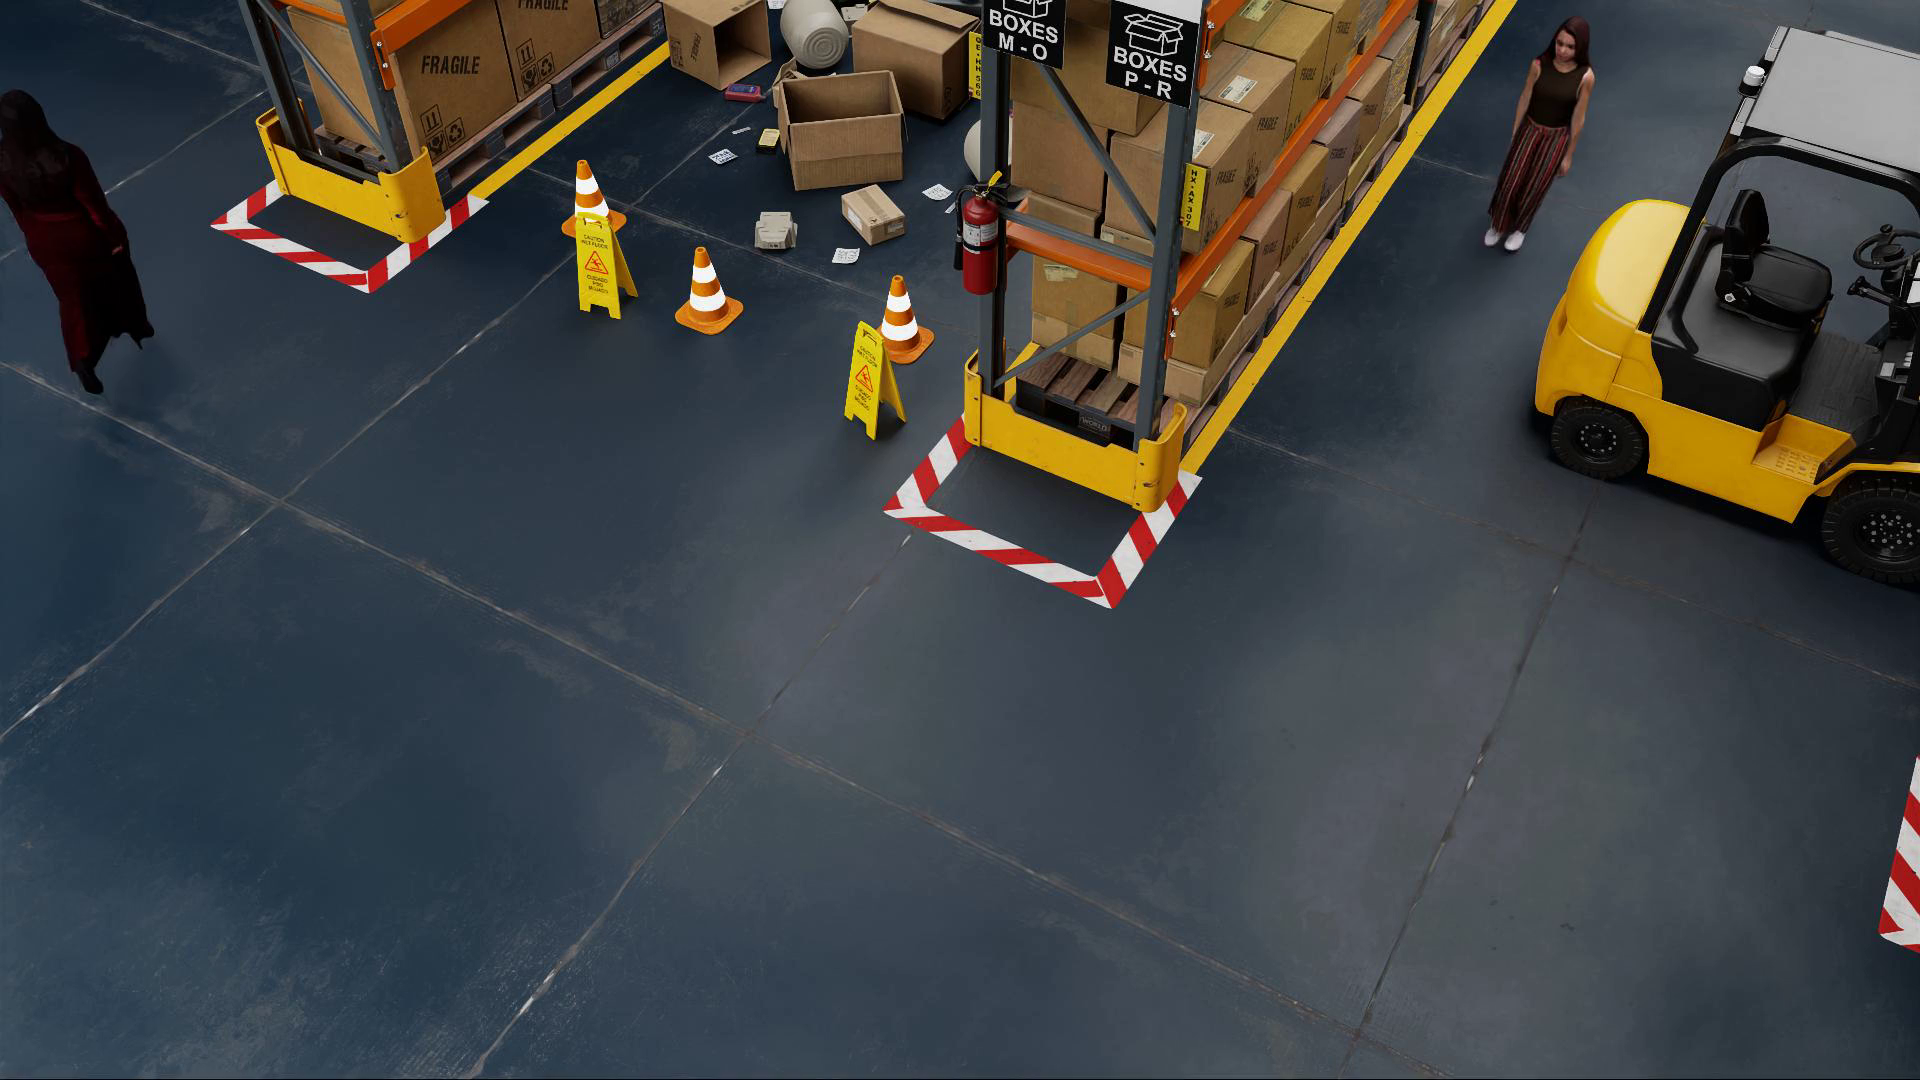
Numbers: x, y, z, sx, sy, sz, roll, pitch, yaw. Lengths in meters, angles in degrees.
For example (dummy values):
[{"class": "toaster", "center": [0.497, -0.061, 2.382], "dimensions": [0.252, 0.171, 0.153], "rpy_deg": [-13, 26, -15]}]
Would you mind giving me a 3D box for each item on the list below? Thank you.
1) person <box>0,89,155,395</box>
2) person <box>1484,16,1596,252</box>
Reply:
[{"class": "person", "center": [-4.716, -1.540, 8.813], "dimensions": [1.004, 1.735, 1.107], "rpy_deg": [-5, 47, -5]}, {"class": "person", "center": [3.436, -2.382, 9.718], "dimensions": [0.545, 1.550, 0.597], "rpy_deg": [23, 51, 20]}]
